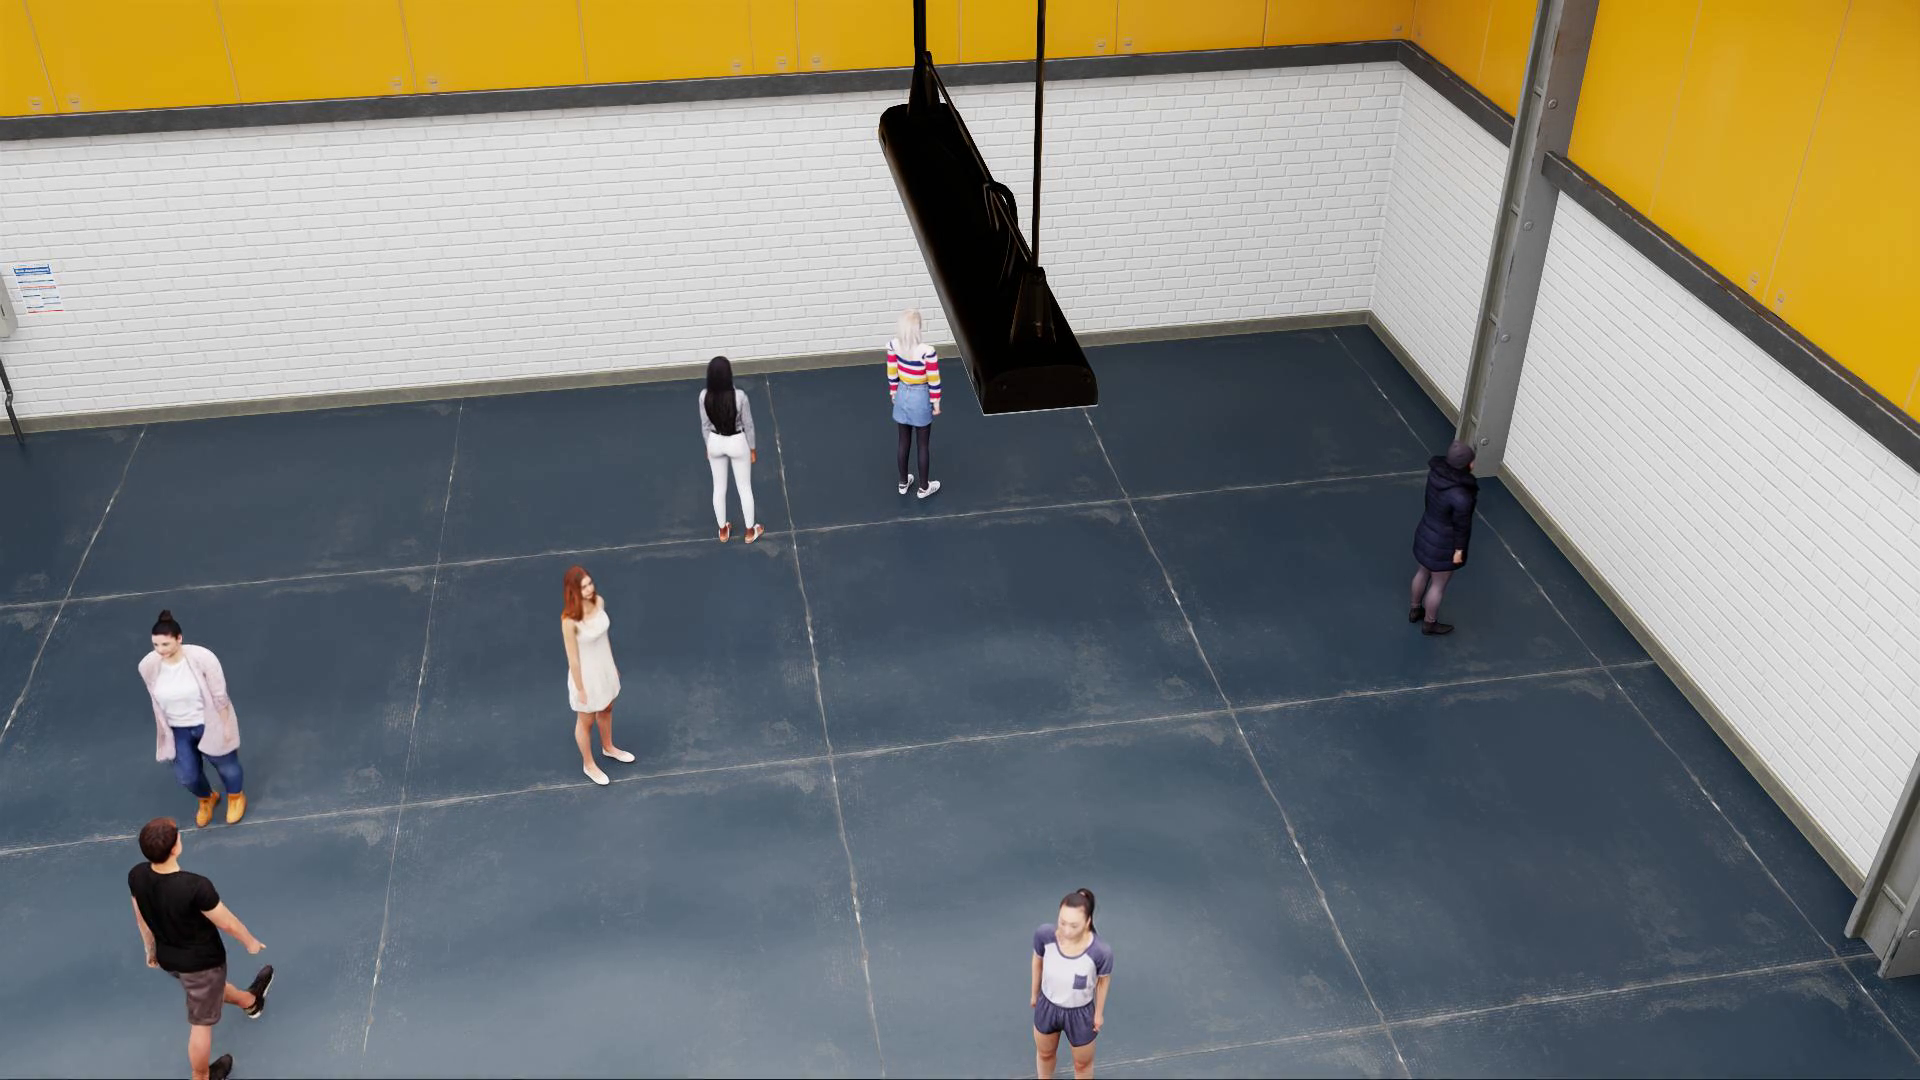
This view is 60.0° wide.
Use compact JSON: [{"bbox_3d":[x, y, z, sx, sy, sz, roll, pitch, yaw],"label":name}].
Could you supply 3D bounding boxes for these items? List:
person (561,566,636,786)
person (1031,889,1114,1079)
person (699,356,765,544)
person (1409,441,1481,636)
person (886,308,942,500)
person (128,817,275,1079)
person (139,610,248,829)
[{"bbox_3d":[-2.535,0.898,11.433,0.707,1.712,0.636,18,38,25],"label":"person"},{"bbox_3d":[0.581,2.538,9.023,0.680,1.648,0.700,13,36,18],"label":"person"},{"bbox_3d":[-1.932,-0.754,13.908,0.652,1.723,0.619,4,34,7],"label":"person"},{"bbox_3d":[3.725,-0.025,12.855,0.752,1.674,0.608,-10,35,-15],"label":"person"},{"bbox_3d":[-0.408,-1.203,14.505,0.720,1.809,0.736,15,37,22],"label":"person"},{"bbox_3d":[-4.292,2.349,9.148,1.029,1.826,1.233,9,35,14],"label":"person"},{"bbox_3d":[-5.028,1.144,11.045,0.689,1.731,0.682,-4,34,-6],"label":"person"}]
